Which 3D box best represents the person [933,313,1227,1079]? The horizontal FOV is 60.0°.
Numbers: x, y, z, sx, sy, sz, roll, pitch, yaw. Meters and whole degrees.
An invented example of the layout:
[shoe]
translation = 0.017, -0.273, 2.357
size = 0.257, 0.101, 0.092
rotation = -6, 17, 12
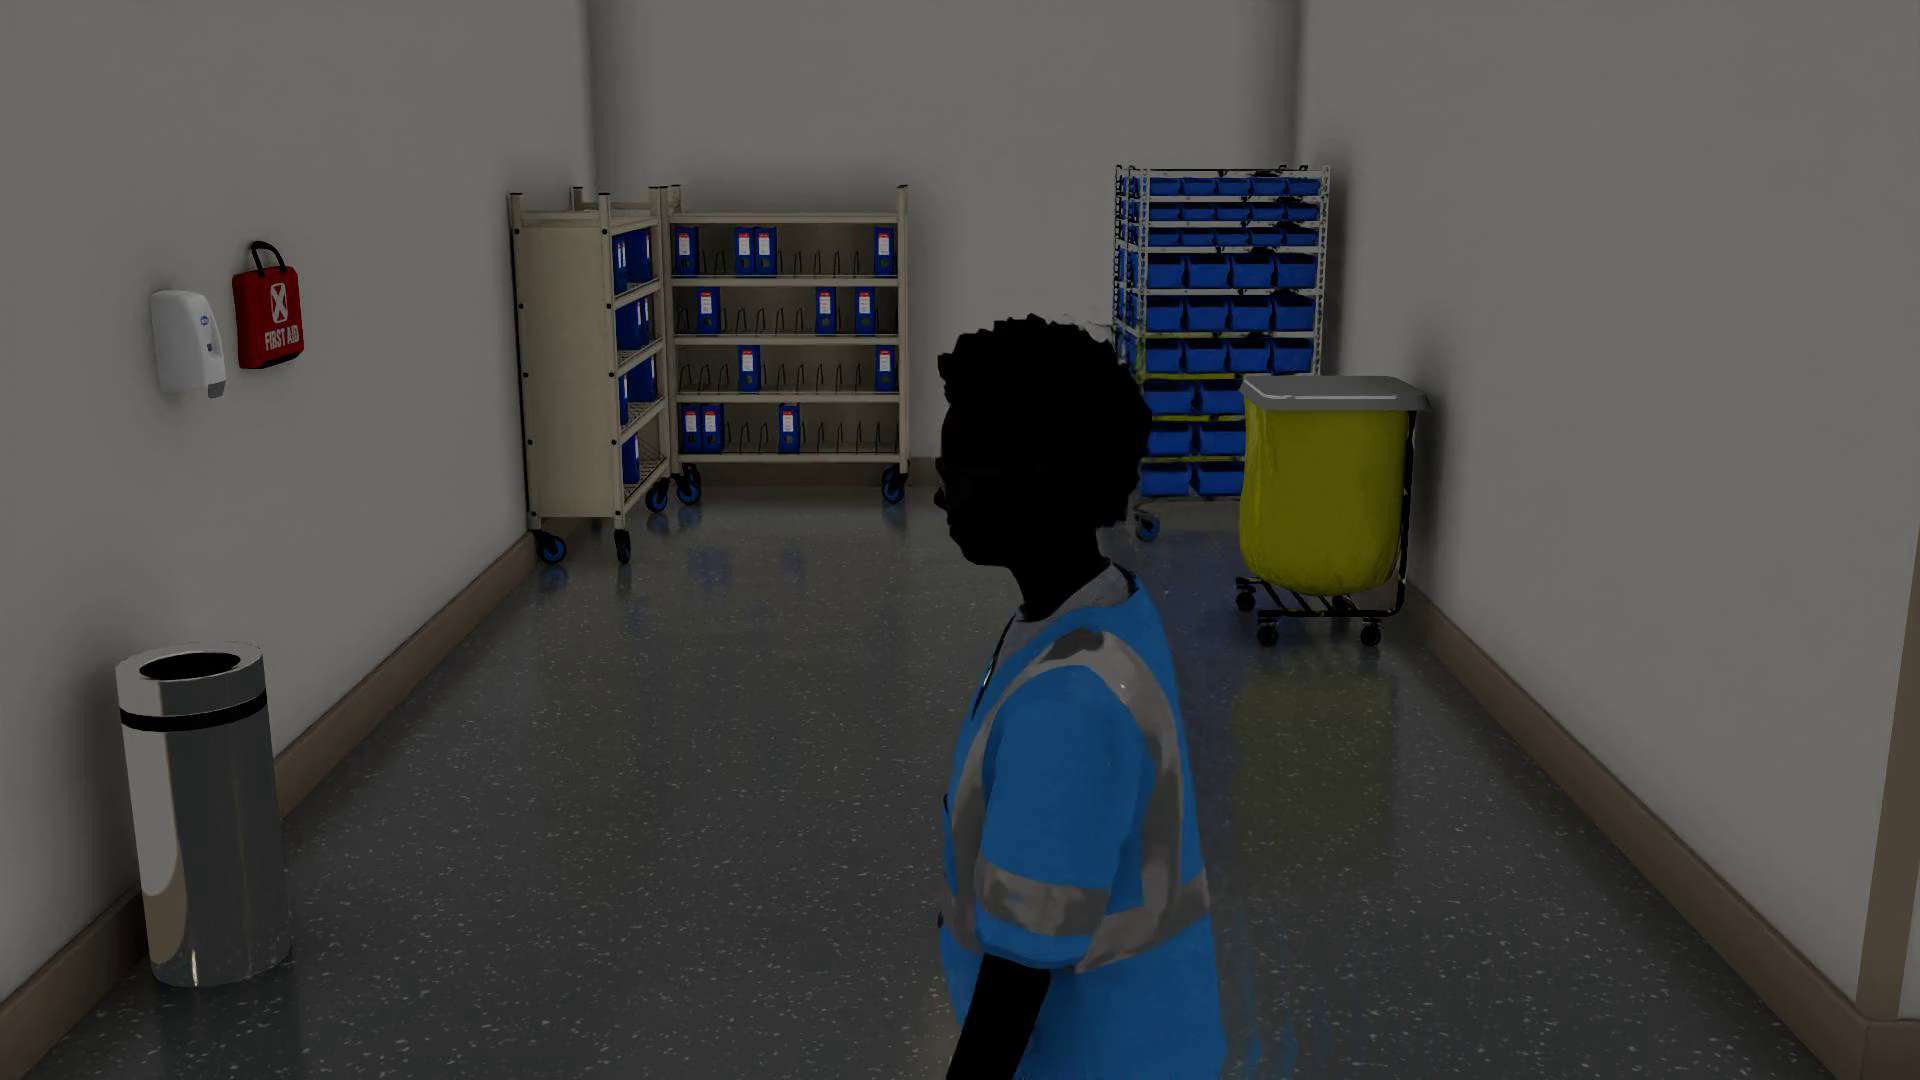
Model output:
[person]
translation = 0.047, 0.580, 1.907
size = 0.849, 1.648, 0.550
rotation = 0, 13, 2
